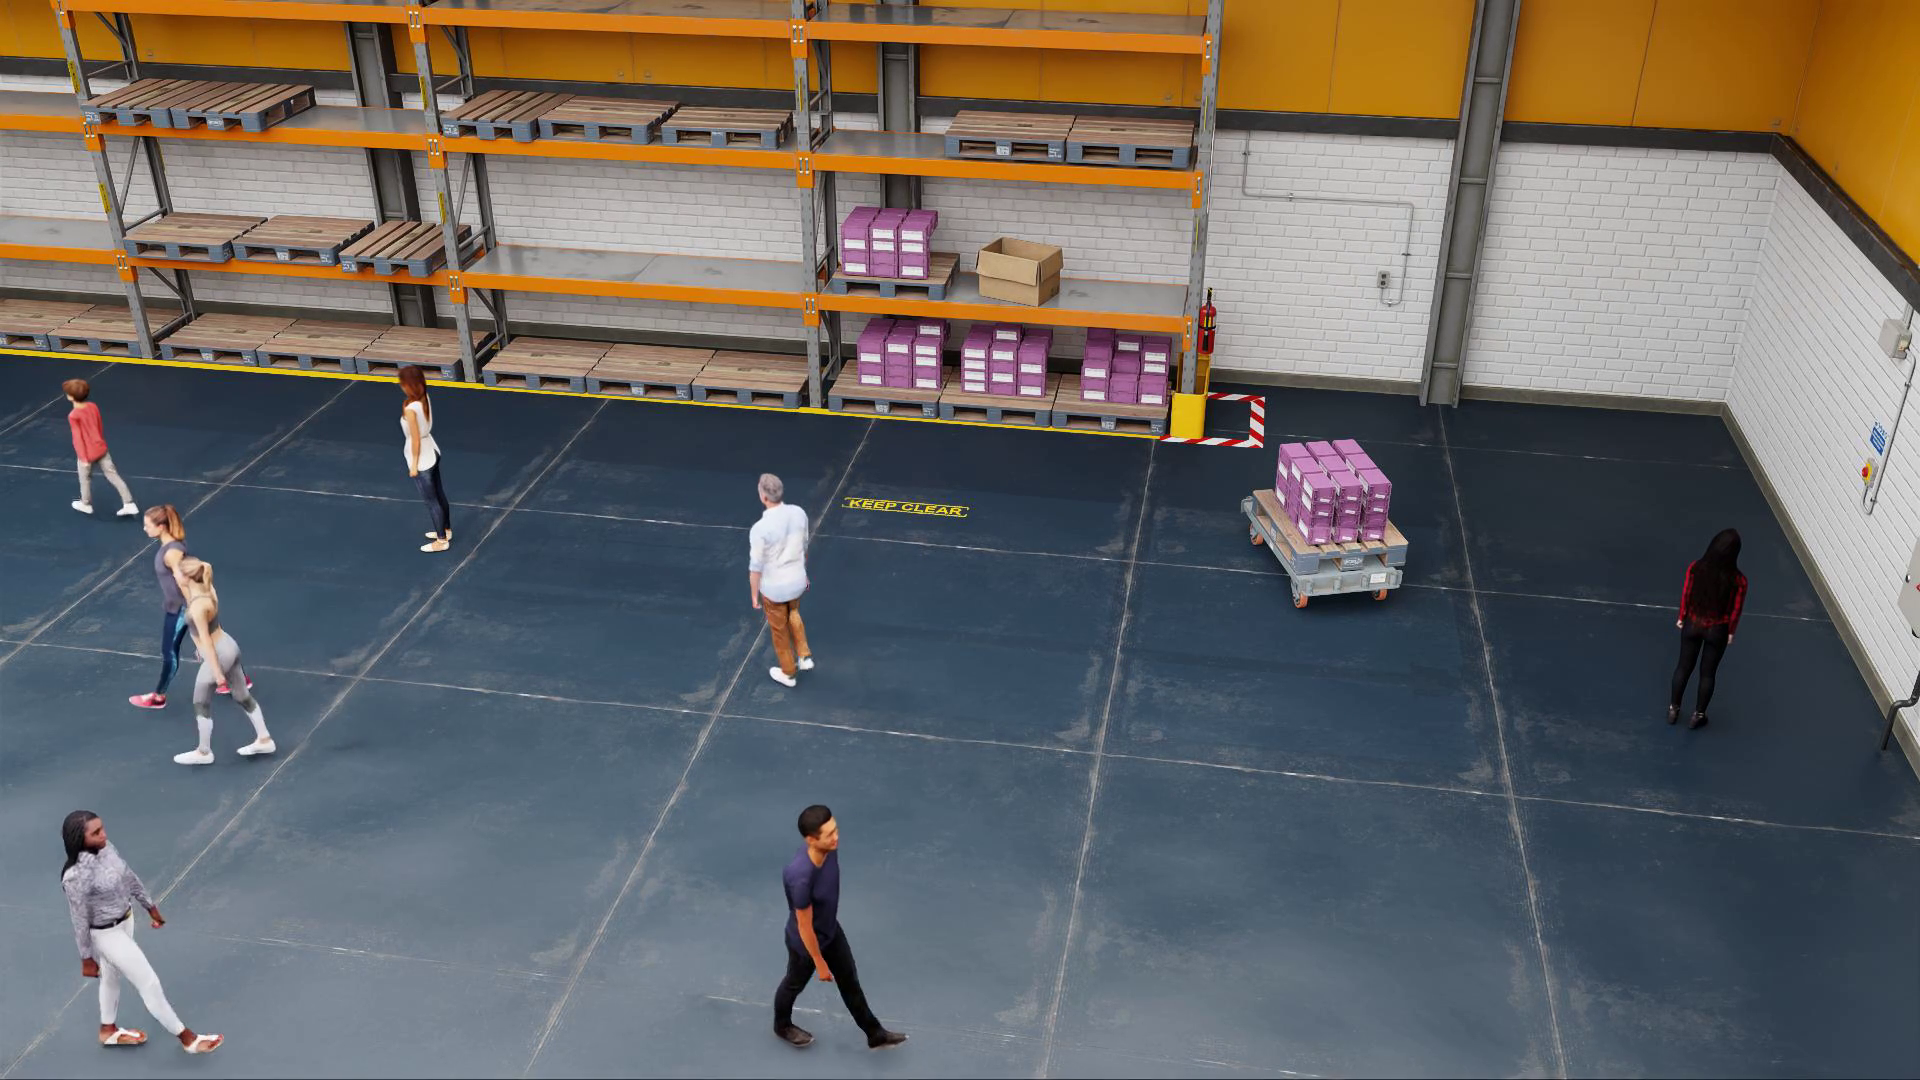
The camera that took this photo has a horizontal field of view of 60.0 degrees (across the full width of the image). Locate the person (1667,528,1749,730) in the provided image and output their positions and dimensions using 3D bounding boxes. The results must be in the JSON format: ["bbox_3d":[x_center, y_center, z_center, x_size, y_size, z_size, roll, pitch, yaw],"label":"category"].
[{"bbox_3d":[5.615,0.671,12.515,0.594,1.656,0.718,19,34,31],"label":"person"}]

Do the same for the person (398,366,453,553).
[{"bbox_3d":[-4.802,-0.736,14.963,0.576,1.783,0.615,0,29,0],"label":"person"}]

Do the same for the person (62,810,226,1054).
[{"bbox_3d":[-4.946,2.272,9.541,1.068,1.694,0.749,0,29,0],"label":"person"}]

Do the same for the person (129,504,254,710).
[{"bbox_3d":[-5.850,0.500,12.797,1.173,1.687,0.977,-11,31,-20],"label":"person"}]

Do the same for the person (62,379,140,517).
[{"bbox_3d":[-8.043,-0.823,15.539,0.987,1.383,0.635,9,30,17],"label":"person"}]

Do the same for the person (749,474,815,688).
[{"bbox_3d":[-1.323,0.350,12.941,0.829,1.813,0.869,-24,37,-37],"label":"person"}]

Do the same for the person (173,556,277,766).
[{"bbox_3d":[-5.311,0.871,12.127,0.980,1.677,0.747,-3,29,-6],"label":"person"}]

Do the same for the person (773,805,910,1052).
[{"bbox_3d":[-0.921,2.248,9.524,1.133,1.752,0.825,13,31,22],"label":"person"}]
